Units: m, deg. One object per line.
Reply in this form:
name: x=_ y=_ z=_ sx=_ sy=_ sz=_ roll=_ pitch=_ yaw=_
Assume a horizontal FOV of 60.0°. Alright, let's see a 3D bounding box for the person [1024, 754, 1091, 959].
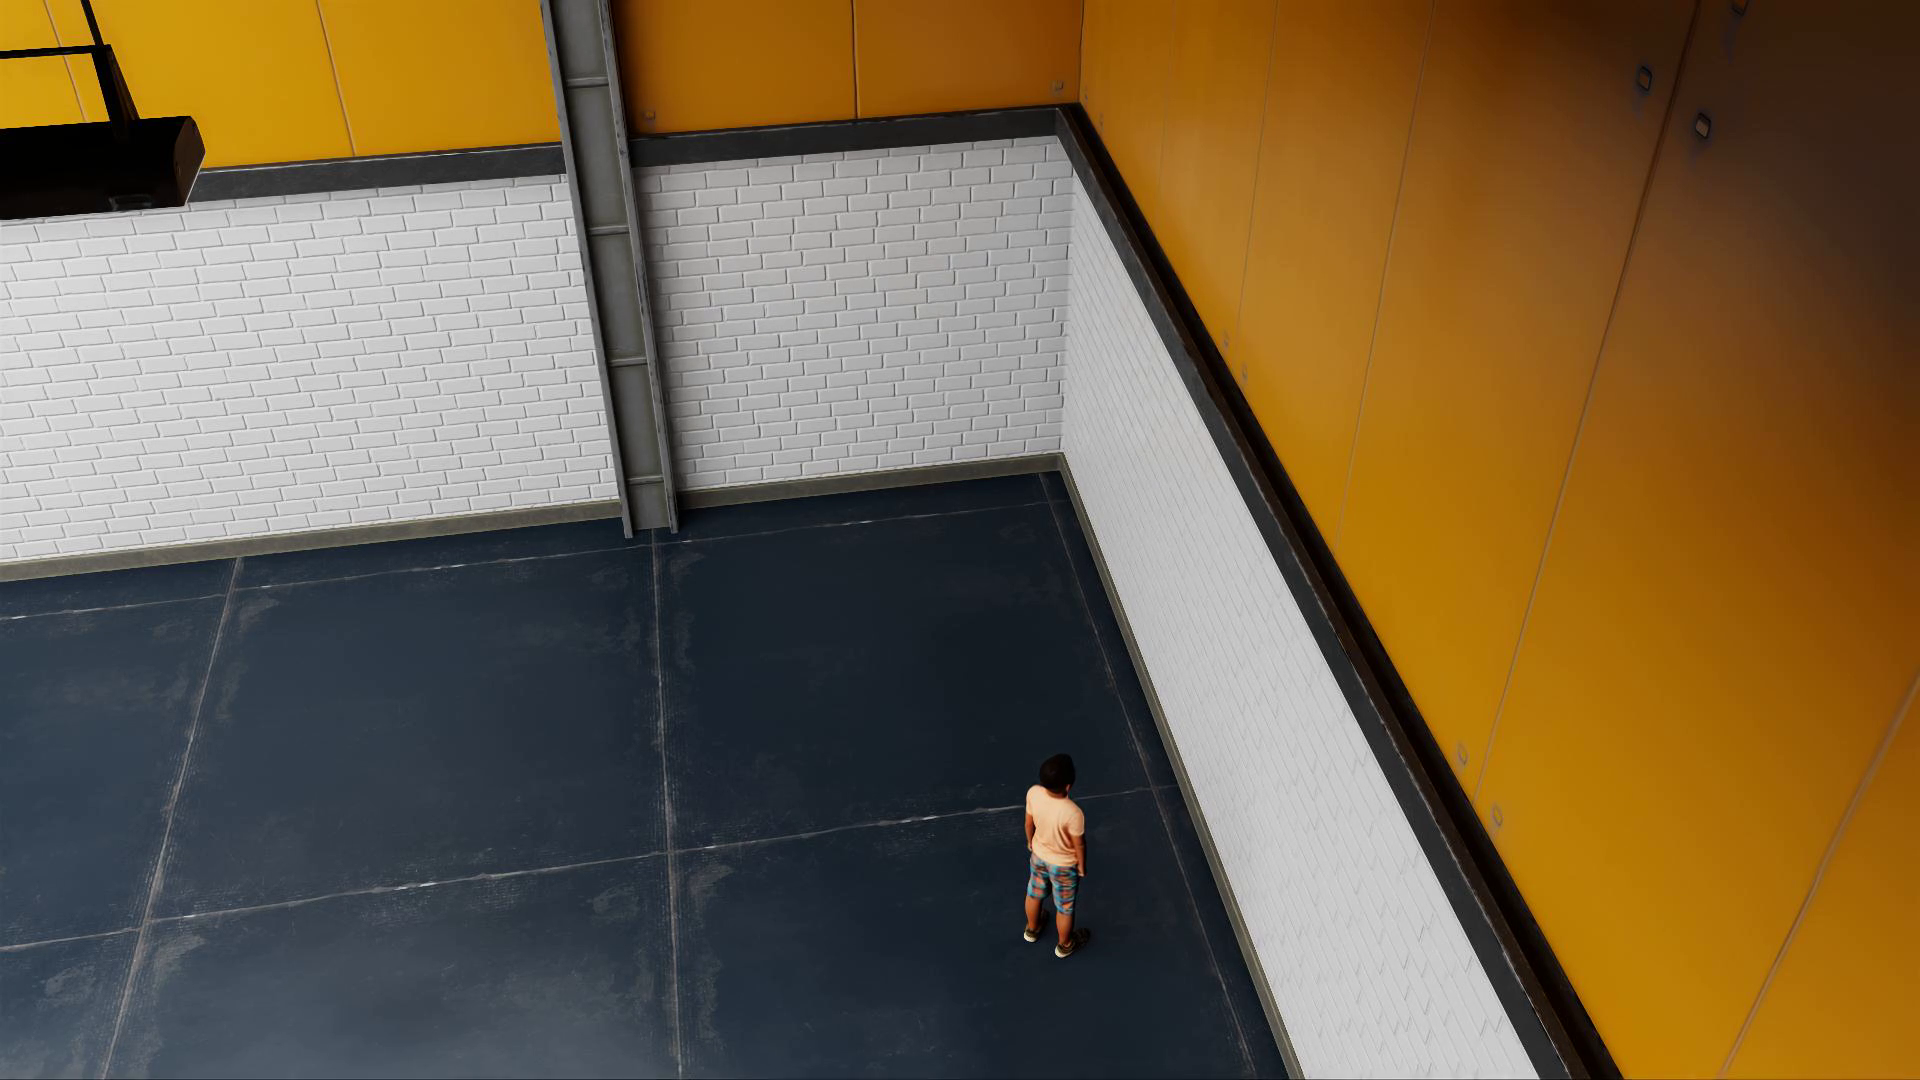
person: x=0.518 y=1.707 z=9.035 sx=0.595 sy=1.461 sz=0.658 roll=23 pitch=44 yaw=26
